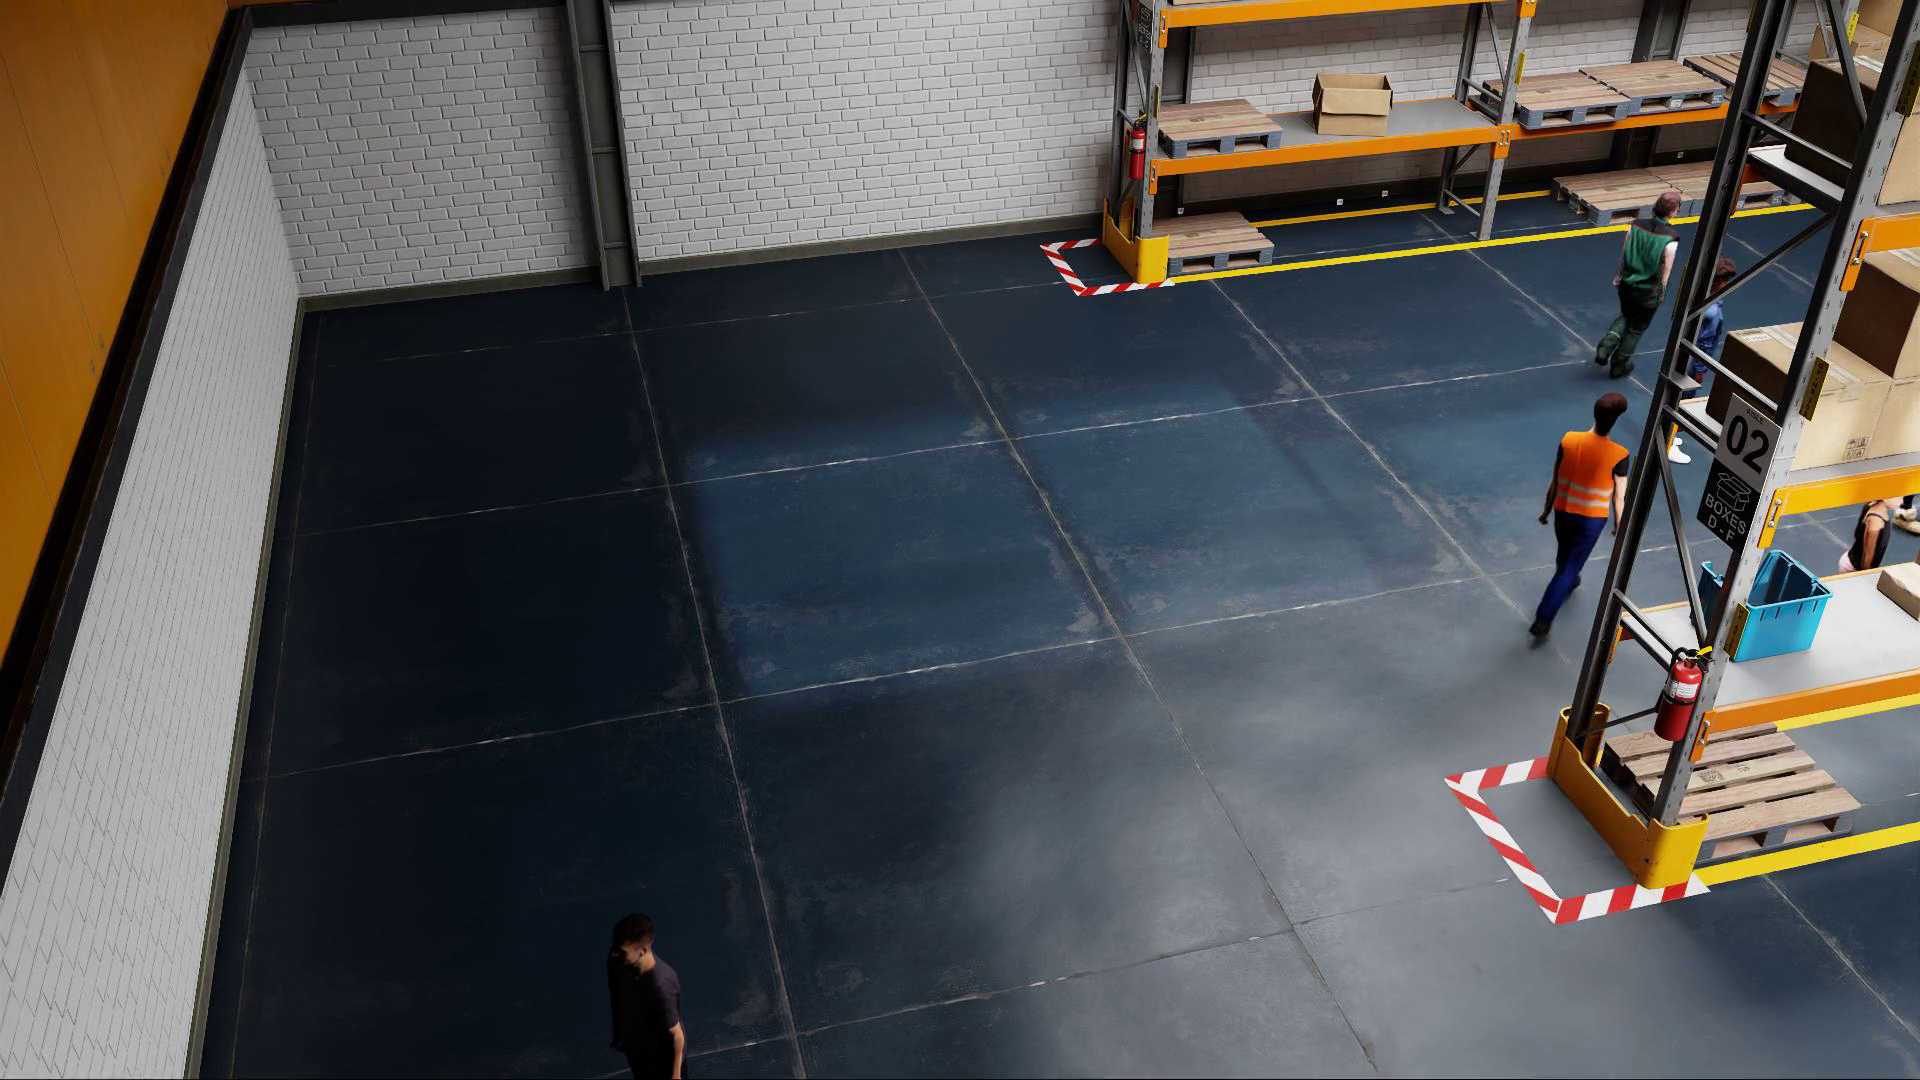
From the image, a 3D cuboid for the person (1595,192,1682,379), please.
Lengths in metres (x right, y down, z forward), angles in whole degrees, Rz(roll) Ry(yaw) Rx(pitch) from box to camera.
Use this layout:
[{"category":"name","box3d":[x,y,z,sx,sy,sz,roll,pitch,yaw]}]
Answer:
[{"category":"person","box3d":[6.173,-2.284,15.156,0.840,1.821,0.775,-25,41,-32]}]

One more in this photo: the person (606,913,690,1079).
[{"category":"person","box3d":[-1.480,2.461,8.070,0.720,1.762,0.719,27,42,35]}]

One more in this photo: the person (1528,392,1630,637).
[{"category":"person","box3d":[4.405,-0.135,11.902,1.158,1.843,1.320,23,40,31]}]

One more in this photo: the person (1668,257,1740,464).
[{"category":"person","box3d":[6.183,-1.544,14.057,0.714,1.805,0.751,5,34,7]}]
